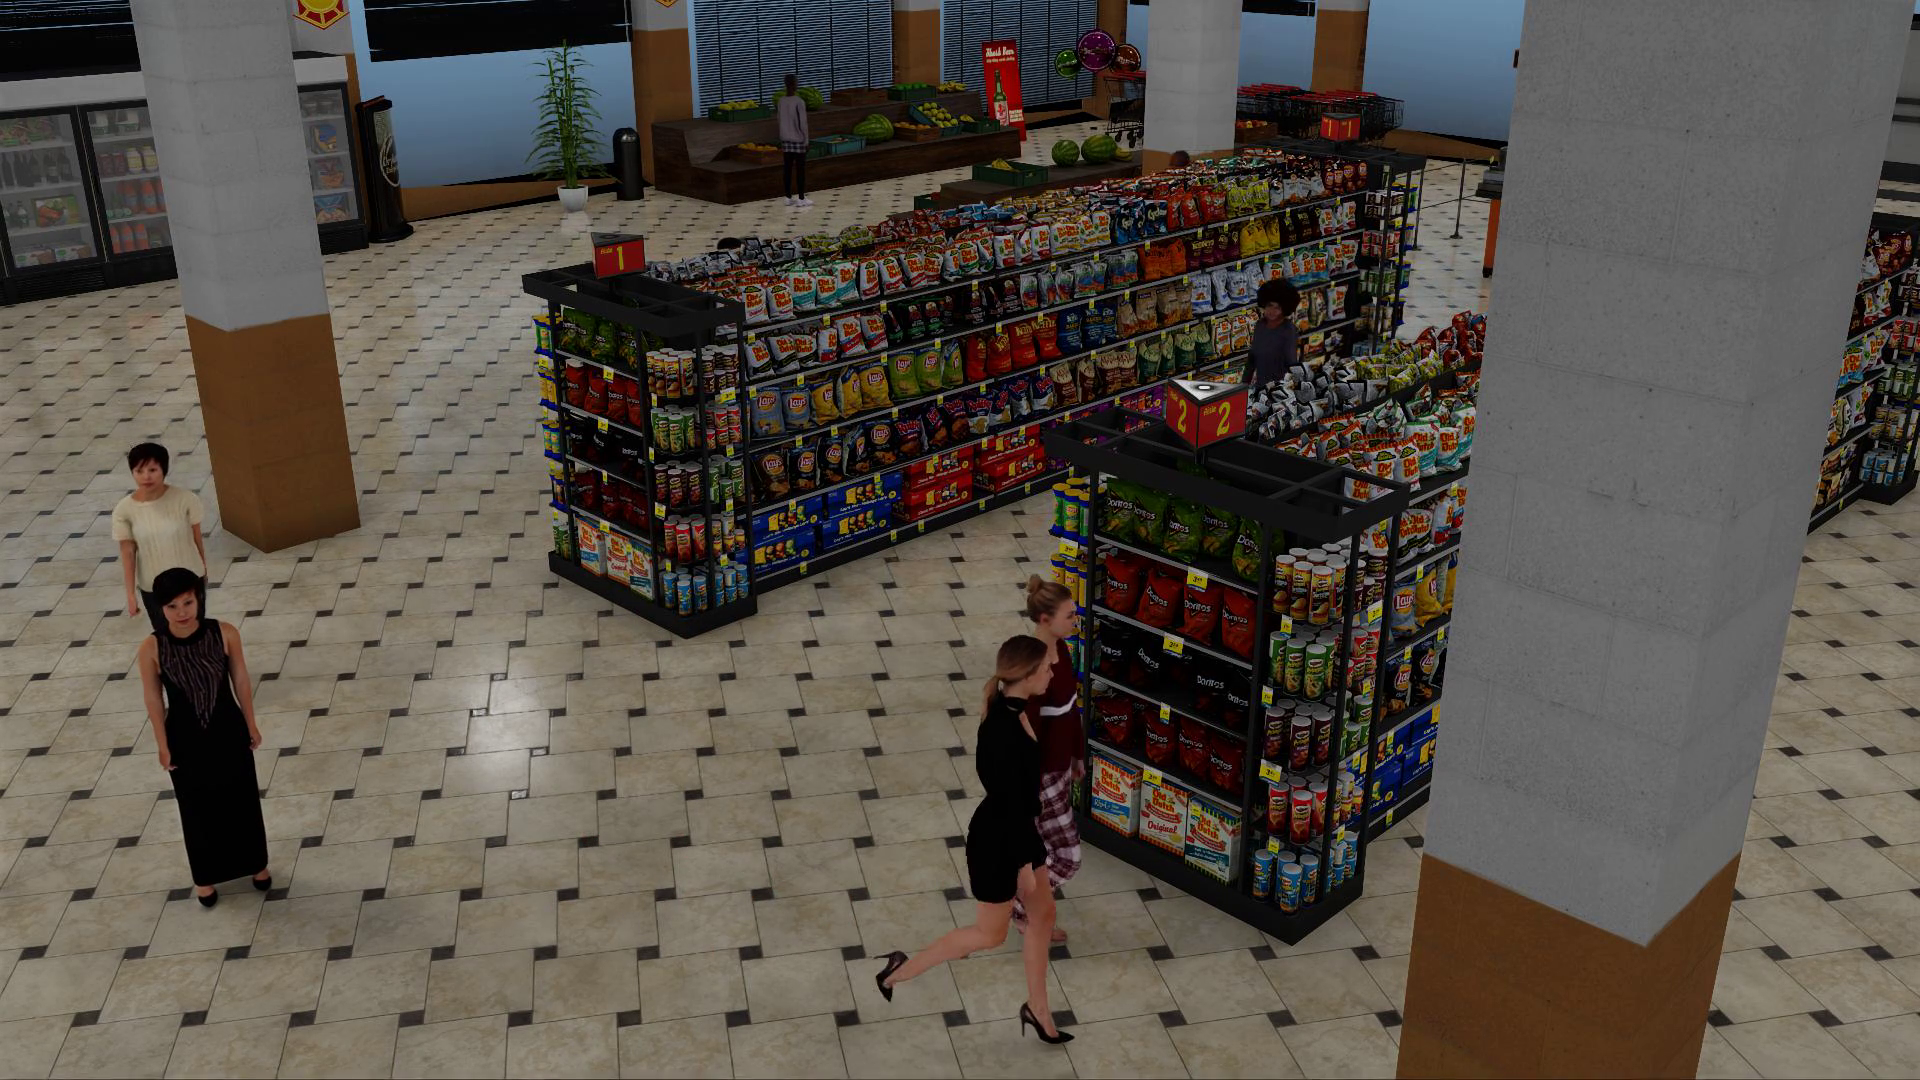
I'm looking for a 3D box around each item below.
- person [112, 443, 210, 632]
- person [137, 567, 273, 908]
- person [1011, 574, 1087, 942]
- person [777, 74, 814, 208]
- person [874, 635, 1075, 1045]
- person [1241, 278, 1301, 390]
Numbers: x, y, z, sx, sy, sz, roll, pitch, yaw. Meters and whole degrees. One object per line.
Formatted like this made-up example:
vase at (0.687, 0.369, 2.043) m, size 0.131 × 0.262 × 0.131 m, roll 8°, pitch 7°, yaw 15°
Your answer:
person at (-4.263, 0.216, 8.987) m, size 1.029 × 1.548 × 0.912 m, roll -8°, pitch 23°, yaw -19°
person at (-3.317, 0.855, 7.326) m, size 0.516 × 1.601 × 0.675 m, roll -14°, pitch 26°, yaw -32°
person at (0.285, 0.943, 6.980) m, size 0.800 × 1.695 × 0.688 m, roll 8°, pitch 23°, yaw 20°
person at (-2.301, -5.506, 22.925) m, size 0.671 × 1.774 × 0.625 m, roll 12°, pitch 25°, yaw 27°
person at (0.097, 1.188, 6.312) m, size 1.036 × 1.738 × 1.025 m, roll 2°, pitch 22°, yaw 6°
person at (2.317, -1.049, 11.939) m, size 0.861 × 1.694 × 0.743 m, roll -10°, pitch 24°, yaw -23°
